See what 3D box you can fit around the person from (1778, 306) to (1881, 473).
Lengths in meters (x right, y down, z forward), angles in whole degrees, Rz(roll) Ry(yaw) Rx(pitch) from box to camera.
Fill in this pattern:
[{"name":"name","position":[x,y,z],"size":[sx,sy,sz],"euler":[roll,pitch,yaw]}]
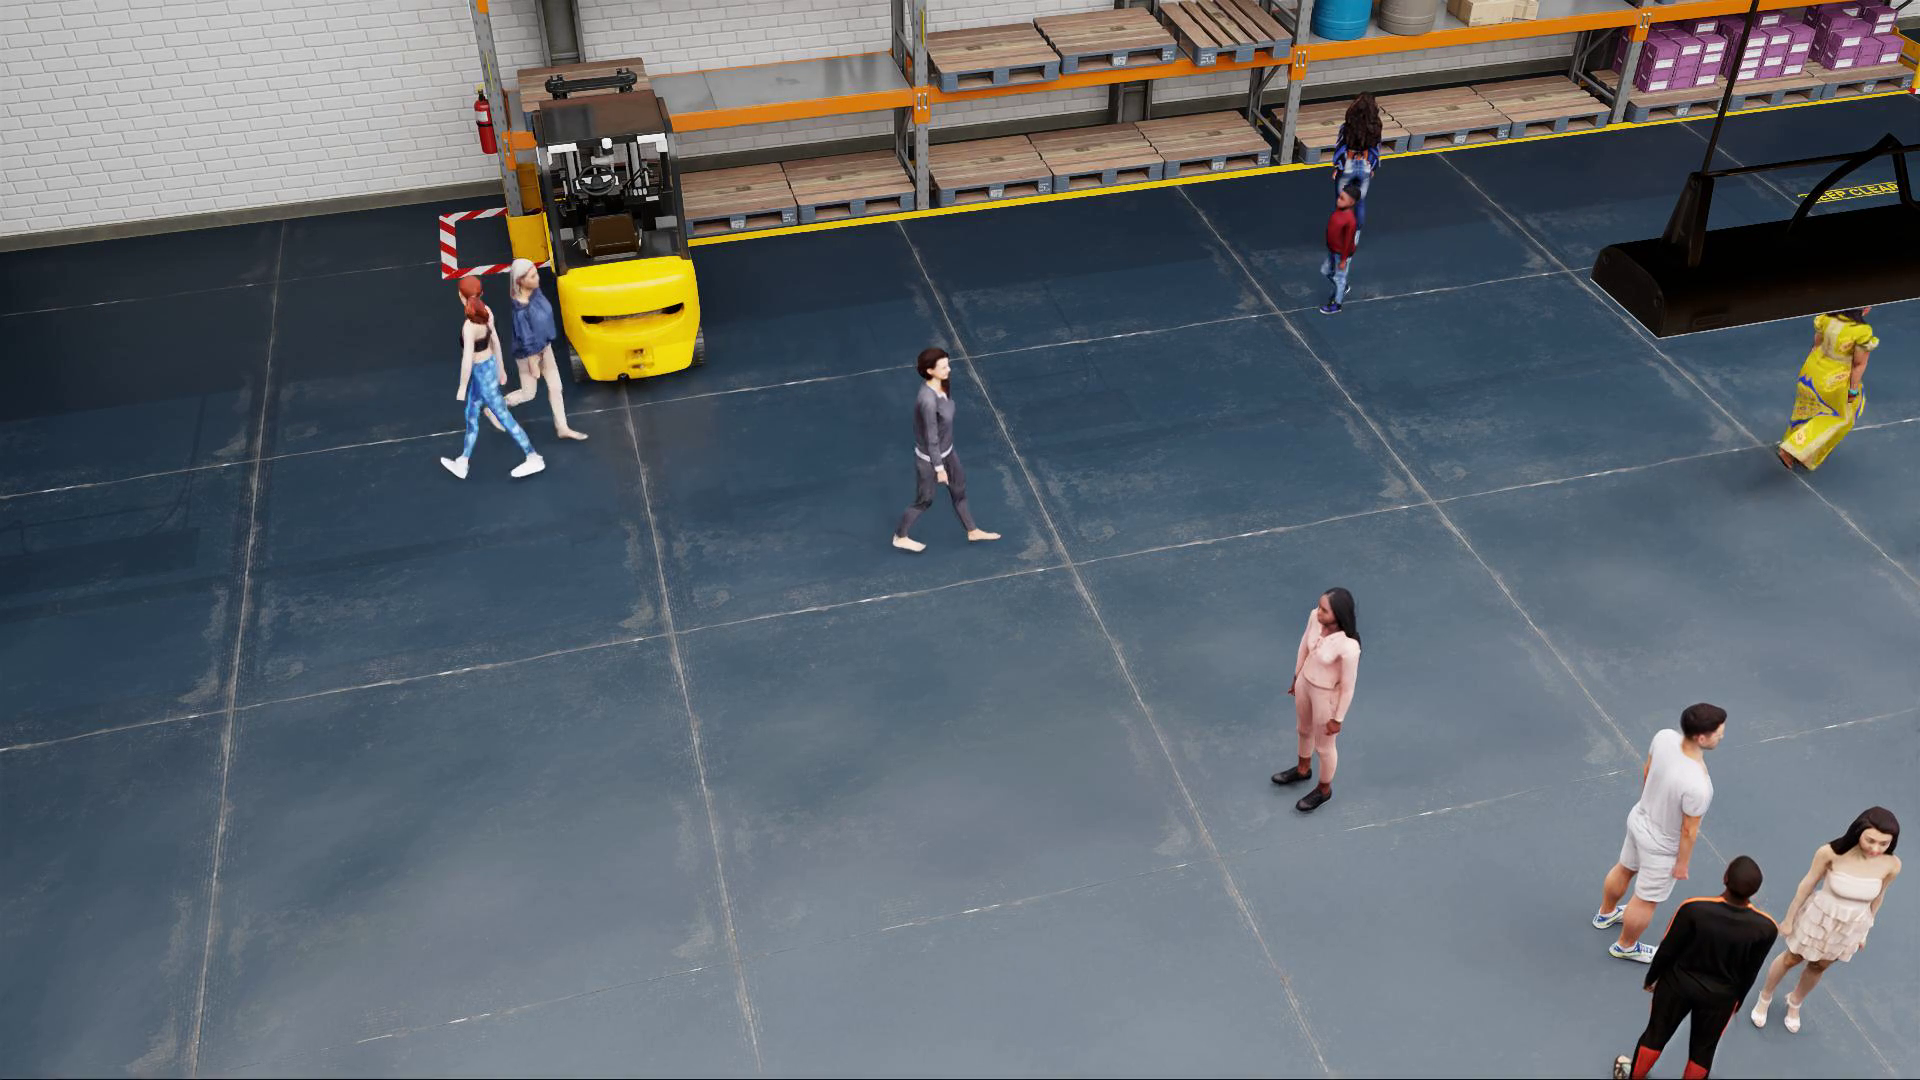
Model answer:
[{"name":"person","position":[6.729,-1.220,12.974],"size":[0.947,1.648,0.784],"euler":[-15,41,-18]}]

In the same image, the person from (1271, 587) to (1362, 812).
[{"name":"person","position":[2.220,0.957,10.183],"size":[0.569,1.719,0.656],"euler":[-16,41,-19]}]

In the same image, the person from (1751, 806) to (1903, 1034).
[{"name":"person","position":[4.612,2.029,8.829],"size":[0.615,1.734,0.725],"euler":[8,39,10]}]

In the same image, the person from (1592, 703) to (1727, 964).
[{"name":"person","position":[3.888,1.617,9.253],"size":[0.620,1.848,0.712],"euler":[-4,39,-5]}]

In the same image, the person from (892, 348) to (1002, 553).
[{"name":"person","position":[-0.258,-0.621,12.151],"size":[1.135,1.729,0.904],"euler":[5,39,6]}]

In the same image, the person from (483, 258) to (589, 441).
[{"name":"person","position":[-3.497,-1.495,13.301],"size":[1.149,1.670,0.900],"euler":[6,39,8]}]

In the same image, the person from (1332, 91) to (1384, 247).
[{"name":"person","position":[3.763,-3.517,15.870],"size":[0.578,1.614,0.723],"euler":[1,39,1]}]

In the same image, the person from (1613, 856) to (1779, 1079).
[{"name":"person","position":[3.760,2.284,8.456],"size":[0.707,1.802,0.786],"euler":[16,41,19]}]

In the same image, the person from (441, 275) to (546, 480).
[{"name":"person","position":[-3.581,-1.202,12.886],"size":[1.088,1.732,0.703],"euler":[-4,39,-5]}]

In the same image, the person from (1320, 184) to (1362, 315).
[{"name":"person","position":[3.505,-2.645,15.074],"size":[0.561,1.246,0.509],"euler":[-11,40,-14]}]
